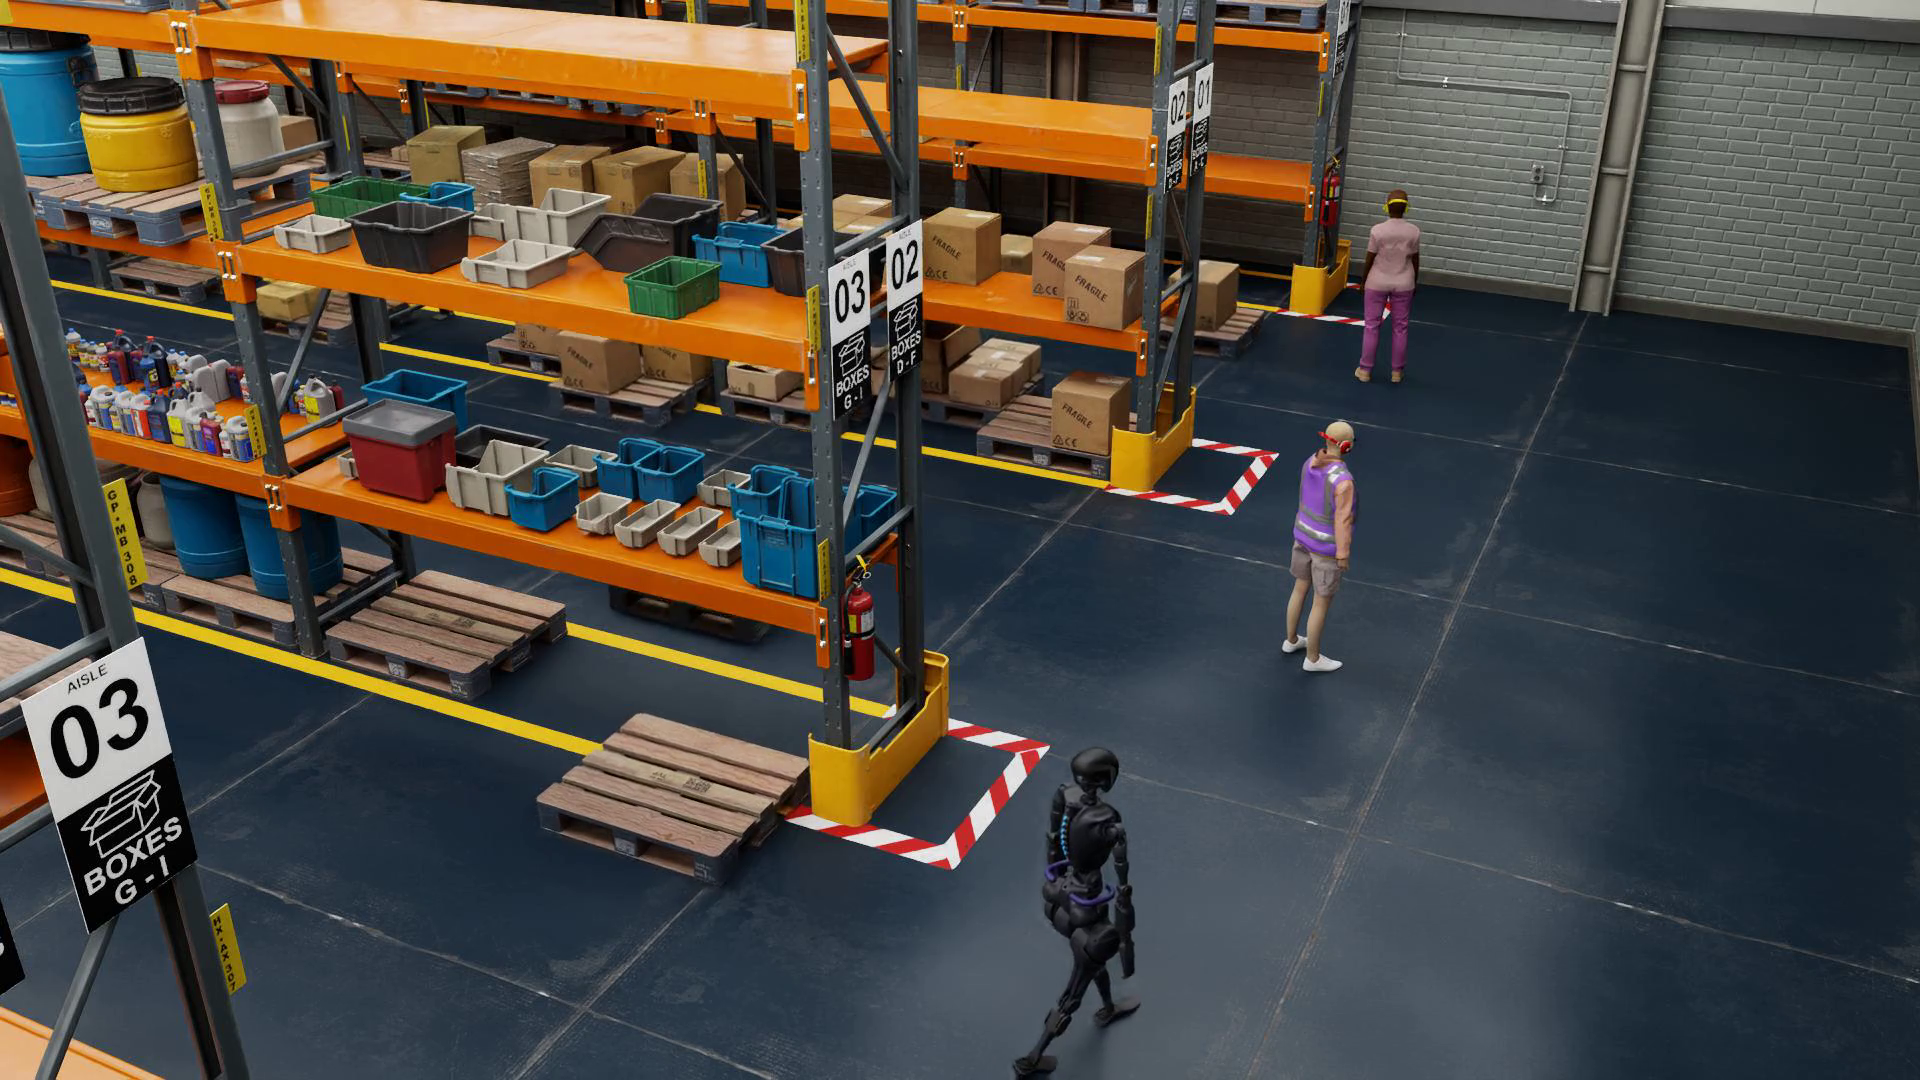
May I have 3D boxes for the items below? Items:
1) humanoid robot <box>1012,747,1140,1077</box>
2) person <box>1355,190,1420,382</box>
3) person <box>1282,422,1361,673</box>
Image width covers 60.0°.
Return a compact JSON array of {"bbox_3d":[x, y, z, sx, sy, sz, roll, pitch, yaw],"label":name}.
[{"bbox_3d":[0.548,1.645,7.447,0.787,1.629,0.612,-16,31,-29],"label":"humanoid robot"},{"bbox_3d":[3.947,-2.324,15.286,0.514,1.800,0.332,2,26,4],"label":"person"},{"bbox_3d":[2.314,0.038,10.630,0.352,1.688,0.489,-10,28,-20],"label":"person"}]
